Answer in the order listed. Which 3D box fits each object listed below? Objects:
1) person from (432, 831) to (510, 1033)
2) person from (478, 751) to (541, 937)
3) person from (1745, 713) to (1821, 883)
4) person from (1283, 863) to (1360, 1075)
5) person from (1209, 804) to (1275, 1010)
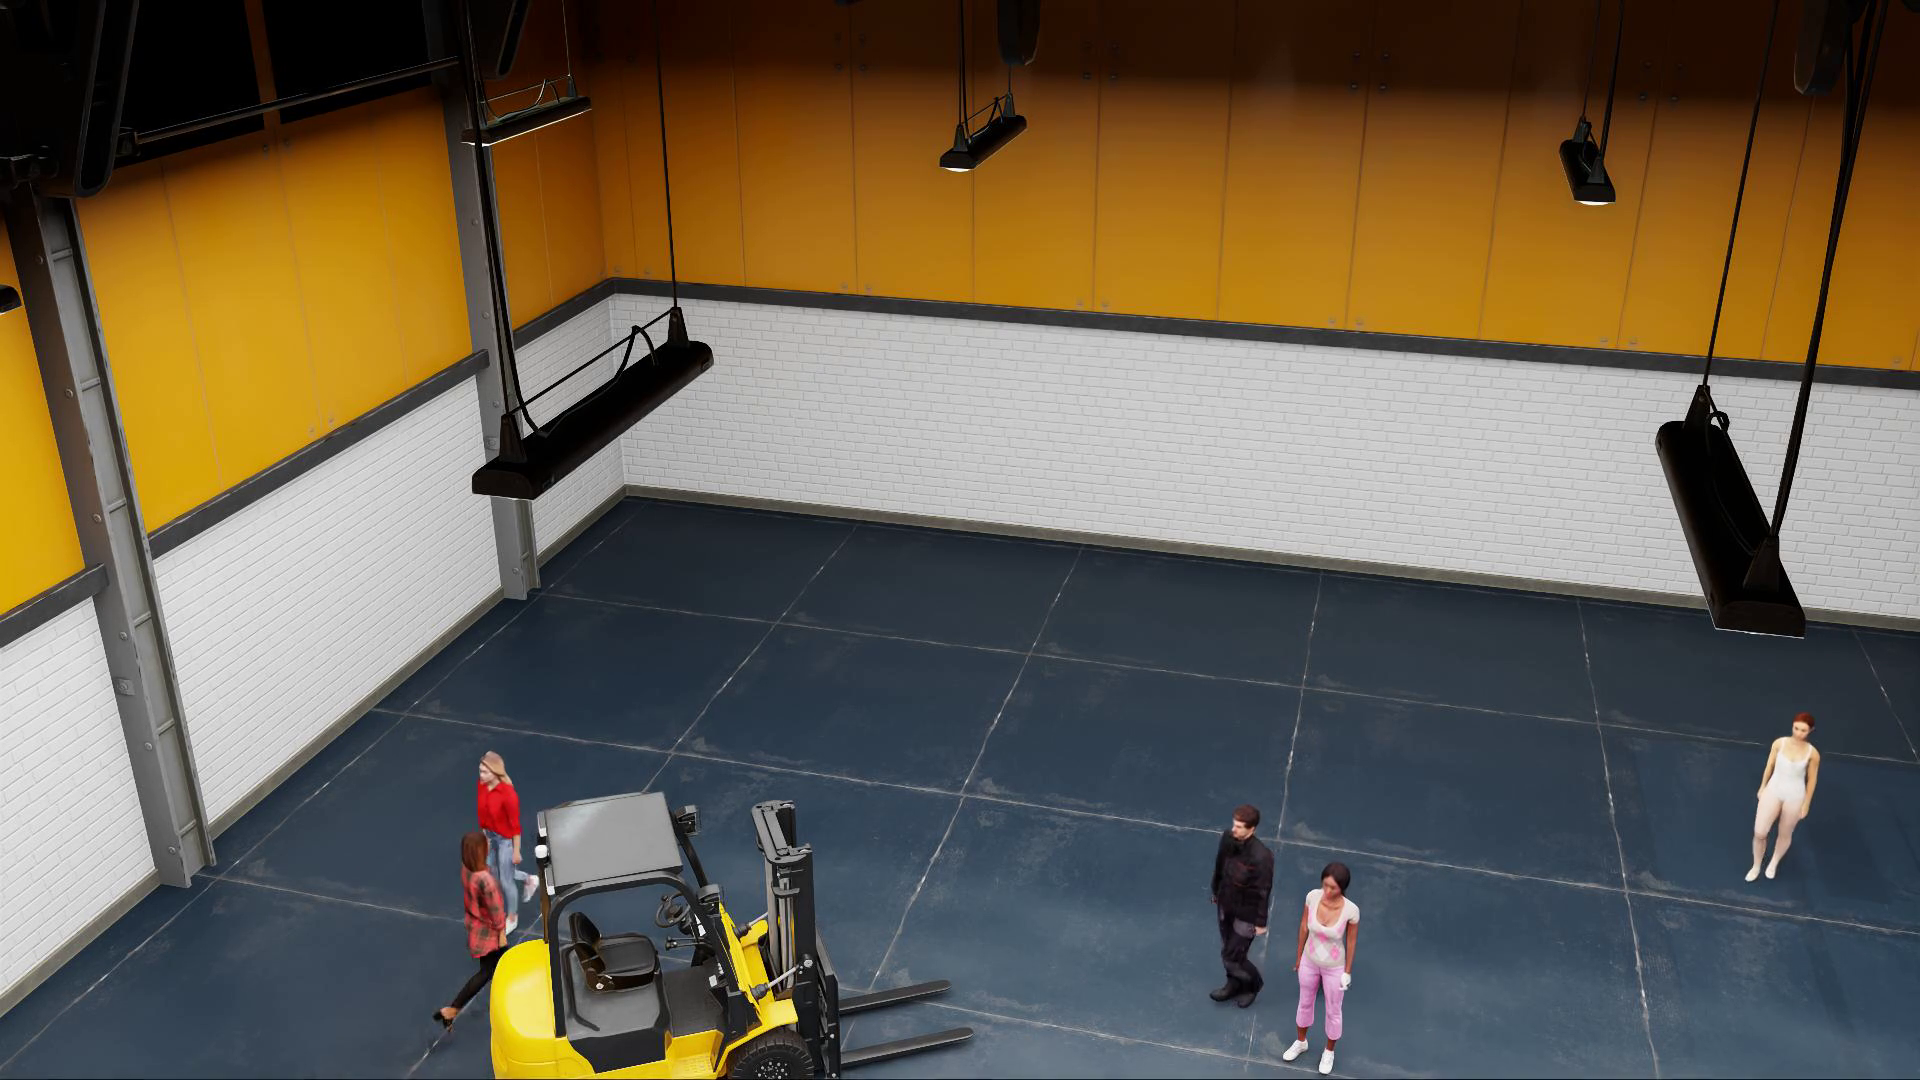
[{"bbox_3d":[-3.656,2.971,12.544,1.138,1.679,0.987,-19,30,-37],"label":"person"},{"bbox_3d":[-3.714,2.450,13.713,0.783,1.697,0.900,16,28,32],"label":"person"},{"bbox_3d":[7.159,2.189,14.393,0.692,1.631,0.757,15,28,31],"label":"person"},{"bbox_3d":[2.665,3.102,12.162,0.632,1.745,0.609,14,27,30],"label":"person"},{"bbox_3d":[2.231,2.799,12.753,0.930,1.827,0.864,-11,26,-24],"label":"person"}]
